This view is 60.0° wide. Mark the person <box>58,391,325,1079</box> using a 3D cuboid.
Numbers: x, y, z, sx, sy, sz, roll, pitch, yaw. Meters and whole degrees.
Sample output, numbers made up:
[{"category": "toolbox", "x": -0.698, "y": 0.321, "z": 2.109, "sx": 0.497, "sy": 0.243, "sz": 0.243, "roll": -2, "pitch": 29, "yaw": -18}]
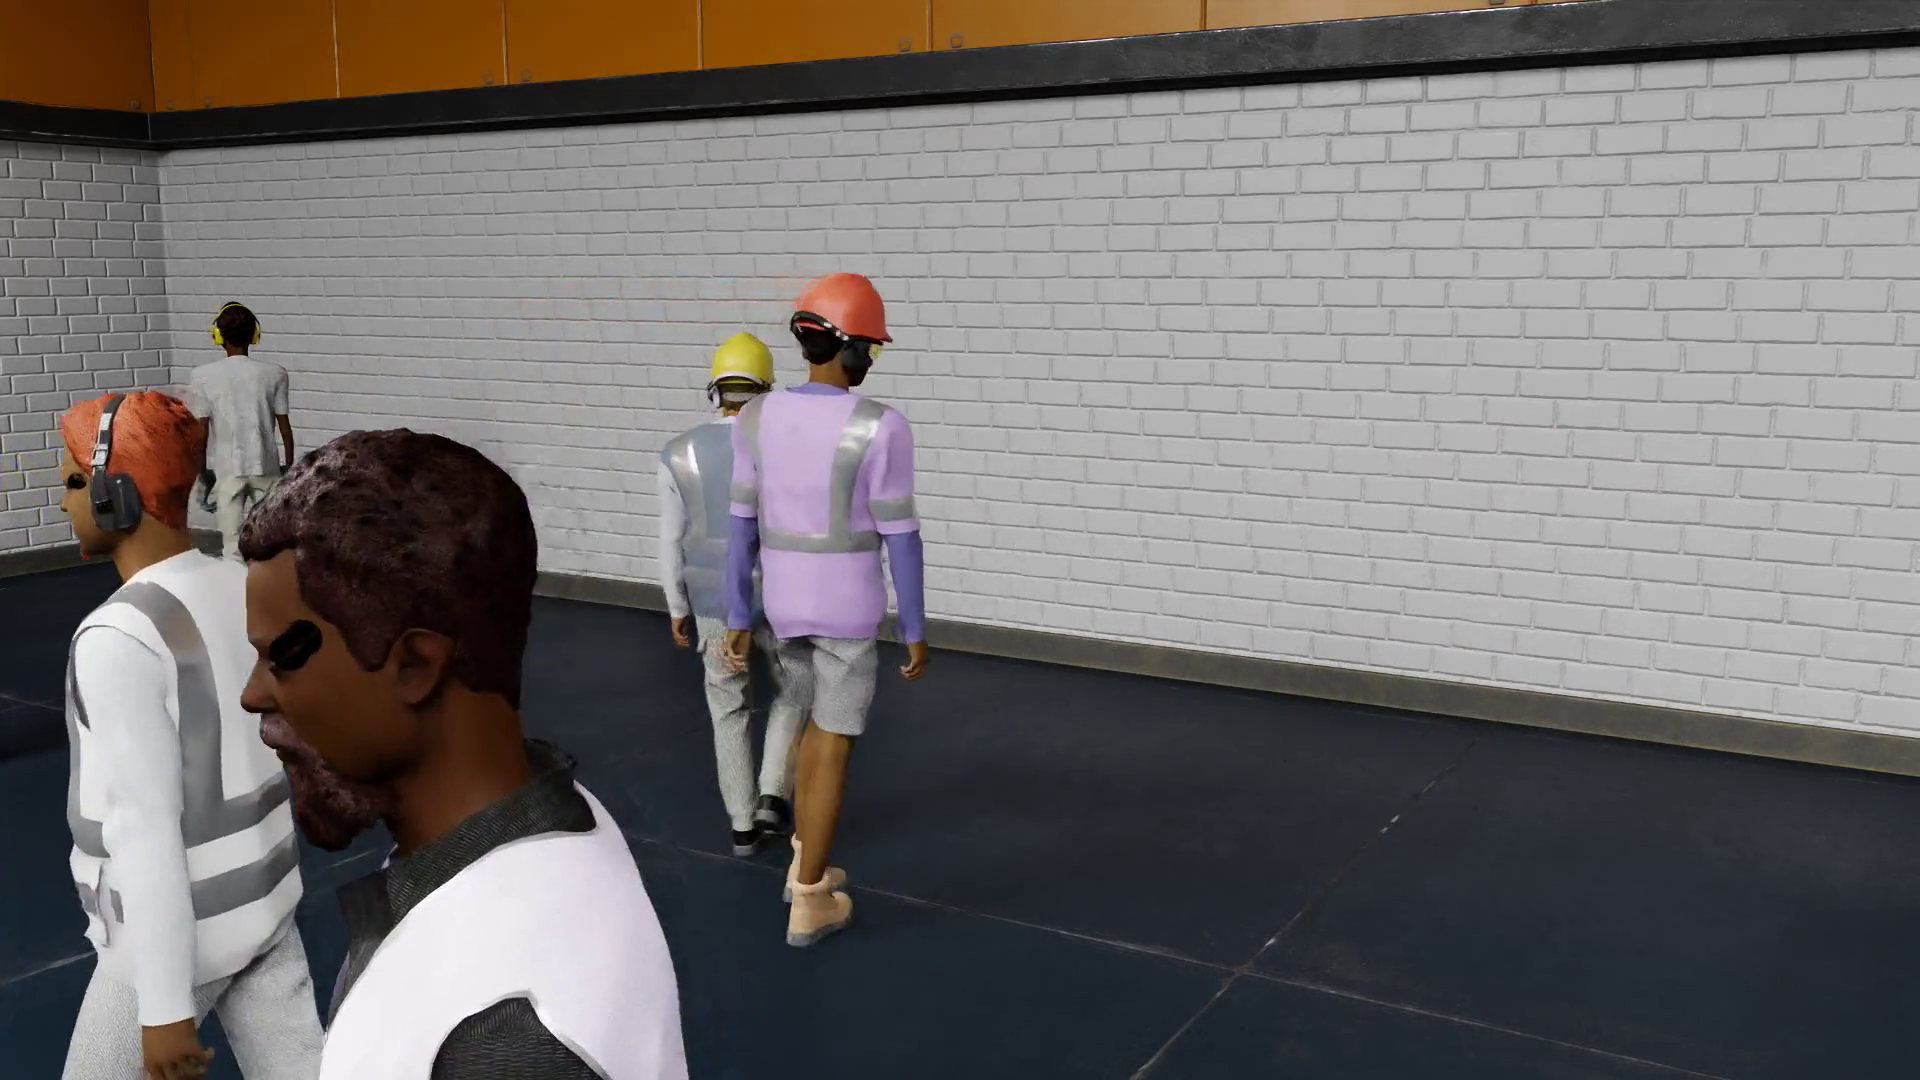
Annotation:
[{"category": "person", "x": -1.351, "y": 0.655, "z": 2.895, "sx": 1.008, "sy": 1.831, "sz": 0.598, "roll": 0, "pitch": 9, "yaw": 1}]

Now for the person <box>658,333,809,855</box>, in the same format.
[{"category": "person", "x": -0.729, "y": 0.199, "z": 5.762, "sx": 0.621, "sy": 1.817, "sz": 0.427, "roll": 0, "pitch": 9, "yaw": 1}]

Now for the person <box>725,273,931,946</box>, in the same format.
[{"category": "person", "x": -0.357, "y": 0.209, "z": 5.079, "sx": 0.627, "sy": 2.017, "sz": 0.635, "roll": 6, "pitch": 11, "yaw": 31}]

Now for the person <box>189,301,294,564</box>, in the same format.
[{"category": "person", "x": -3.841, "y": -0.339, "z": 8.957, "sx": 0.514, "sy": 1.876, "sz": 0.328, "roll": -5, "pitch": 10, "yaw": -27}]

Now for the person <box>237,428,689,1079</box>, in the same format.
[{"category": "person", "x": -0.406, "y": 0.855, "z": 1.410, "sx": 0.456, "sy": 1.899, "sz": 0.612, "roll": -3, "pitch": 10, "yaw": -17}]
